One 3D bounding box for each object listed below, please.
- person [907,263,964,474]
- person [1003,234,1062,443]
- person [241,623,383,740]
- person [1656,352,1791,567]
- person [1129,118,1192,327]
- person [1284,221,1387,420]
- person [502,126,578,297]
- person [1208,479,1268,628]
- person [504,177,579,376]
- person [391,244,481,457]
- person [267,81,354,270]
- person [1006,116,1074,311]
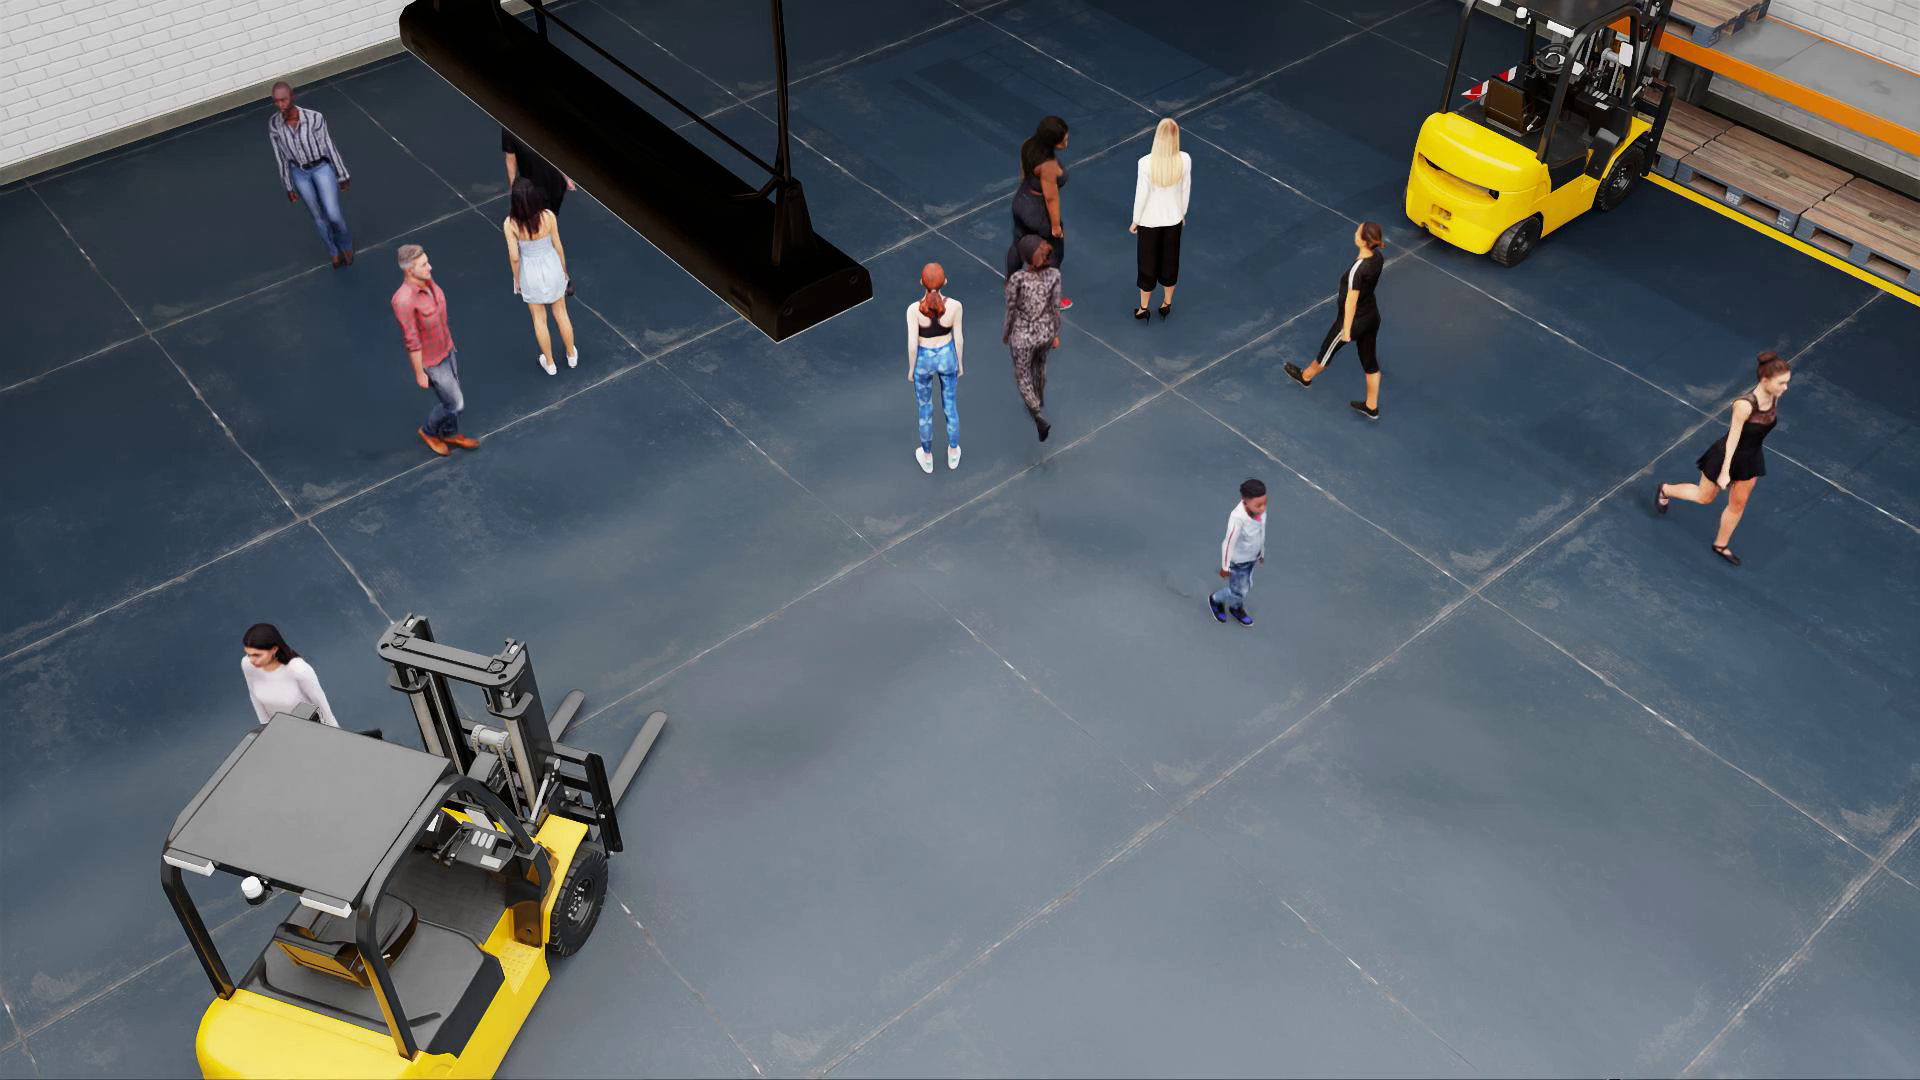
[{"bbox_3d":[-0.180,-1.248,12.070,0.664,1.785,0.701,-7,44,-8],"label":"person"},{"bbox_3d":[0.548,-1.473,12.367,0.797,1.702,1.035,-9,44,-9],"label":"person"},{"bbox_3d":[-3.743,1.035,9.677,1.114,1.781,1.050,12,45,13],"label":"person"},{"bbox_3d":[5.287,-0.606,11.490,0.722,1.655,1.030,-19,47,-19],"label":"person"},{"bbox_3d":[1.608,-2.548,13.382,0.693,1.858,0.680,-9,44,-9],"label":"person"},{"bbox_3d":[3.072,-1.630,12.590,1.110,1.622,0.666,34,53,30],"label":"person"},{"bbox_3d":[-3.527,-3.034,13.921,0.779,1.819,1.203,-22,48,-22],"label":"person"},{"bbox_3d":[1.845,0.050,11.094,0.494,1.253,0.552,-33,52,-29],"label":"person"},{"bbox_3d":[-3.270,-2.057,12.959,0.635,1.731,0.605,-19,47,-19],"label":"person"},{"bbox_3d":[-3.944,-1.364,12.169,0.925,1.817,0.869,5,44,5],"label":"person"},{"bbox_3d":[-5.431,-3.096,14.013,0.802,1.781,0.823,-5,44,-5],"label":"person"},{"bbox_3d":[0.615,-2.664,13.555,0.843,1.788,0.694,-28,50,-26],"label":"person"}]
